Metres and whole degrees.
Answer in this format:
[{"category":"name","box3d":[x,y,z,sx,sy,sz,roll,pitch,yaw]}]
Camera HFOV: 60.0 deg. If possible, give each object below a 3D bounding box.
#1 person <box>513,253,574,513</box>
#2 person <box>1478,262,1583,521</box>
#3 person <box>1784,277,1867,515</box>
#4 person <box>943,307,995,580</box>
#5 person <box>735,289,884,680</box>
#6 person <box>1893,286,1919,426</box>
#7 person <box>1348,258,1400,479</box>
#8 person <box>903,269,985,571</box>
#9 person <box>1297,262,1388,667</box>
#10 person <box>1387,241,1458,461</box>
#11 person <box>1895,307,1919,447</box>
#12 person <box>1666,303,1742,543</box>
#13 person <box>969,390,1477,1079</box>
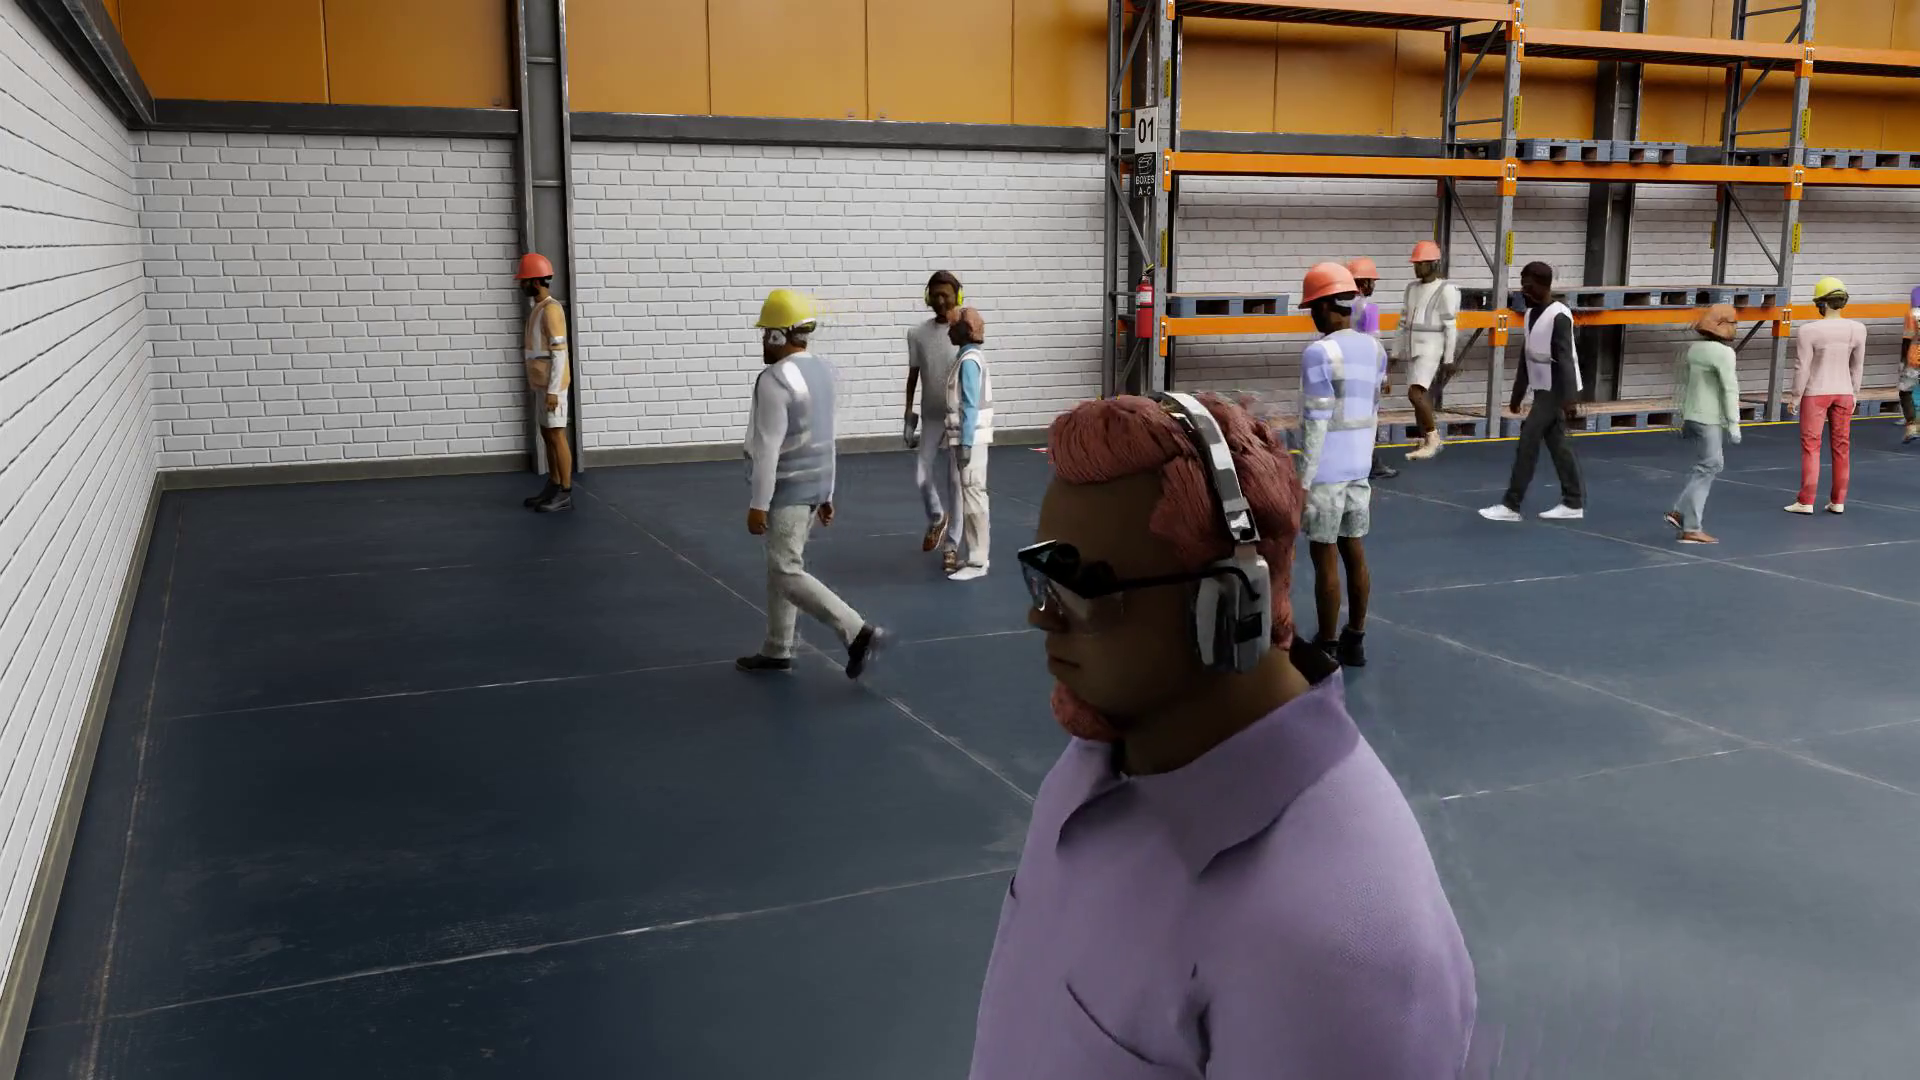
[{"category":"person","box3d":[-3.120,-1.172,12.487,0.376,1.934,0.547,-5,11,-26]},{"category":"person","box3d":[4.164,-1.063,12.041,0.917,1.869,0.636,0,10,0]},{"category":"person","box3d":[6.408,-1.059,12.338,0.524,1.764,0.323,-1,10,-3]},{"category":"person","box3d":[0.056,-0.583,10.027,0.313,1.640,0.519,0,10,1]},{"category":"person","box3d":[-0.701,-0.228,7.573,0.733,1.816,0.589,3,11,18]},{"category":"person","box3d":[10.564,-2.135,18.103,0.373,1.840,0.570,-4,11,-21]},{"category":"person","box3d":[3.285,-1.412,13.972,1.005,1.895,0.545,-3,11,-18]},{"category":"person","box3d":[-0.081,-0.759,10.401,0.554,1.855,0.646,1,10,7]},{"category":"person","box3d":[1.731,-0.327,7.798,0.542,1.928,0.377,-9,14,-41]},{"category":"person","box3d":[4.236,-1.722,15.291,0.446,2.025,0.618,-4,11,-20]},{"category":"person","box3d":[9.473,-1.726,16.281,0.548,1.677,0.379,2,10,13]},{"category":"person","box3d":[5.033,-0.774,11.161,0.369,1.620,0.511,0,10,0]},{"category":"person","box3d":[0.138,0.808,1.549,0.510,1.892,0.681,-2,10,-12]}]
